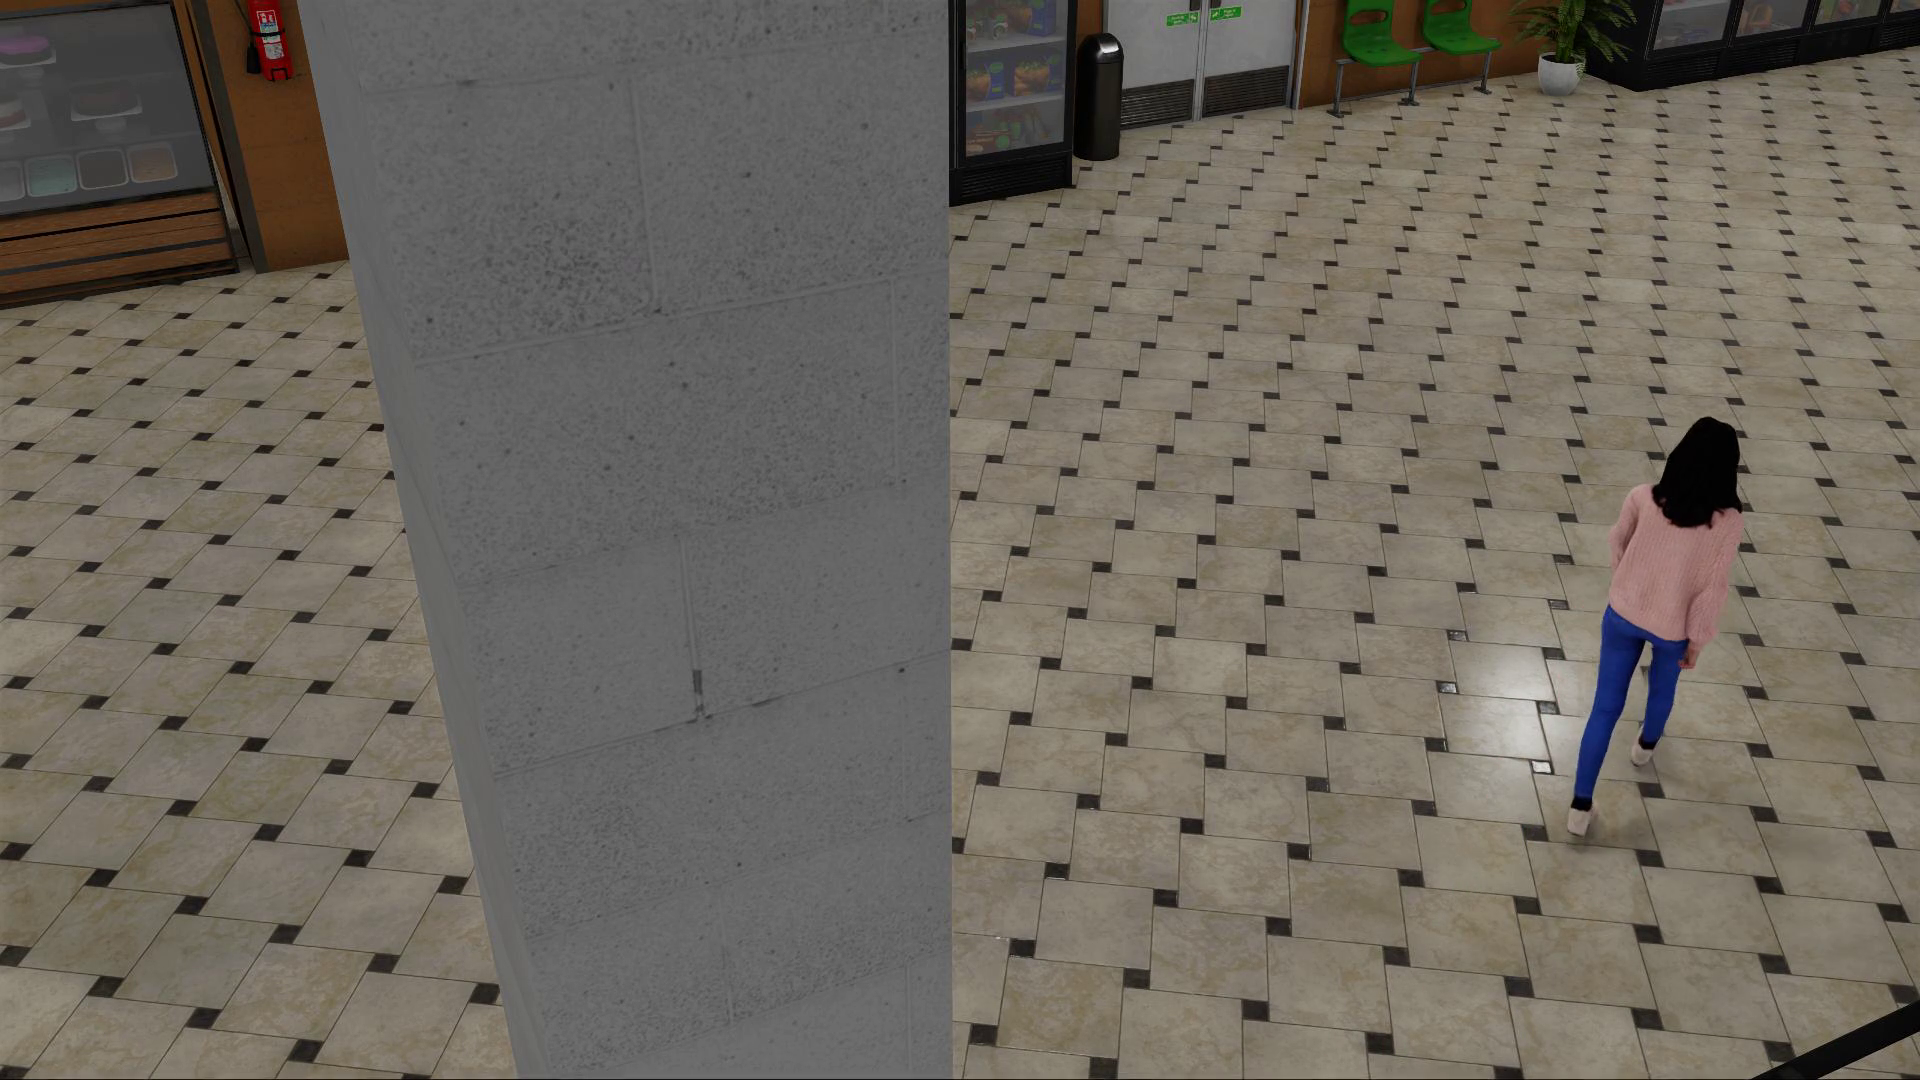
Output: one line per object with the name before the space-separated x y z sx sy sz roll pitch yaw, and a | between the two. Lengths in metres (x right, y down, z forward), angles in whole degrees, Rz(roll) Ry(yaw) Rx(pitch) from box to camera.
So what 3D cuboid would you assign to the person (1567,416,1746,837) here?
person | 2.655 0.384 6.465 1.166 1.725 1.085 20 37 29
